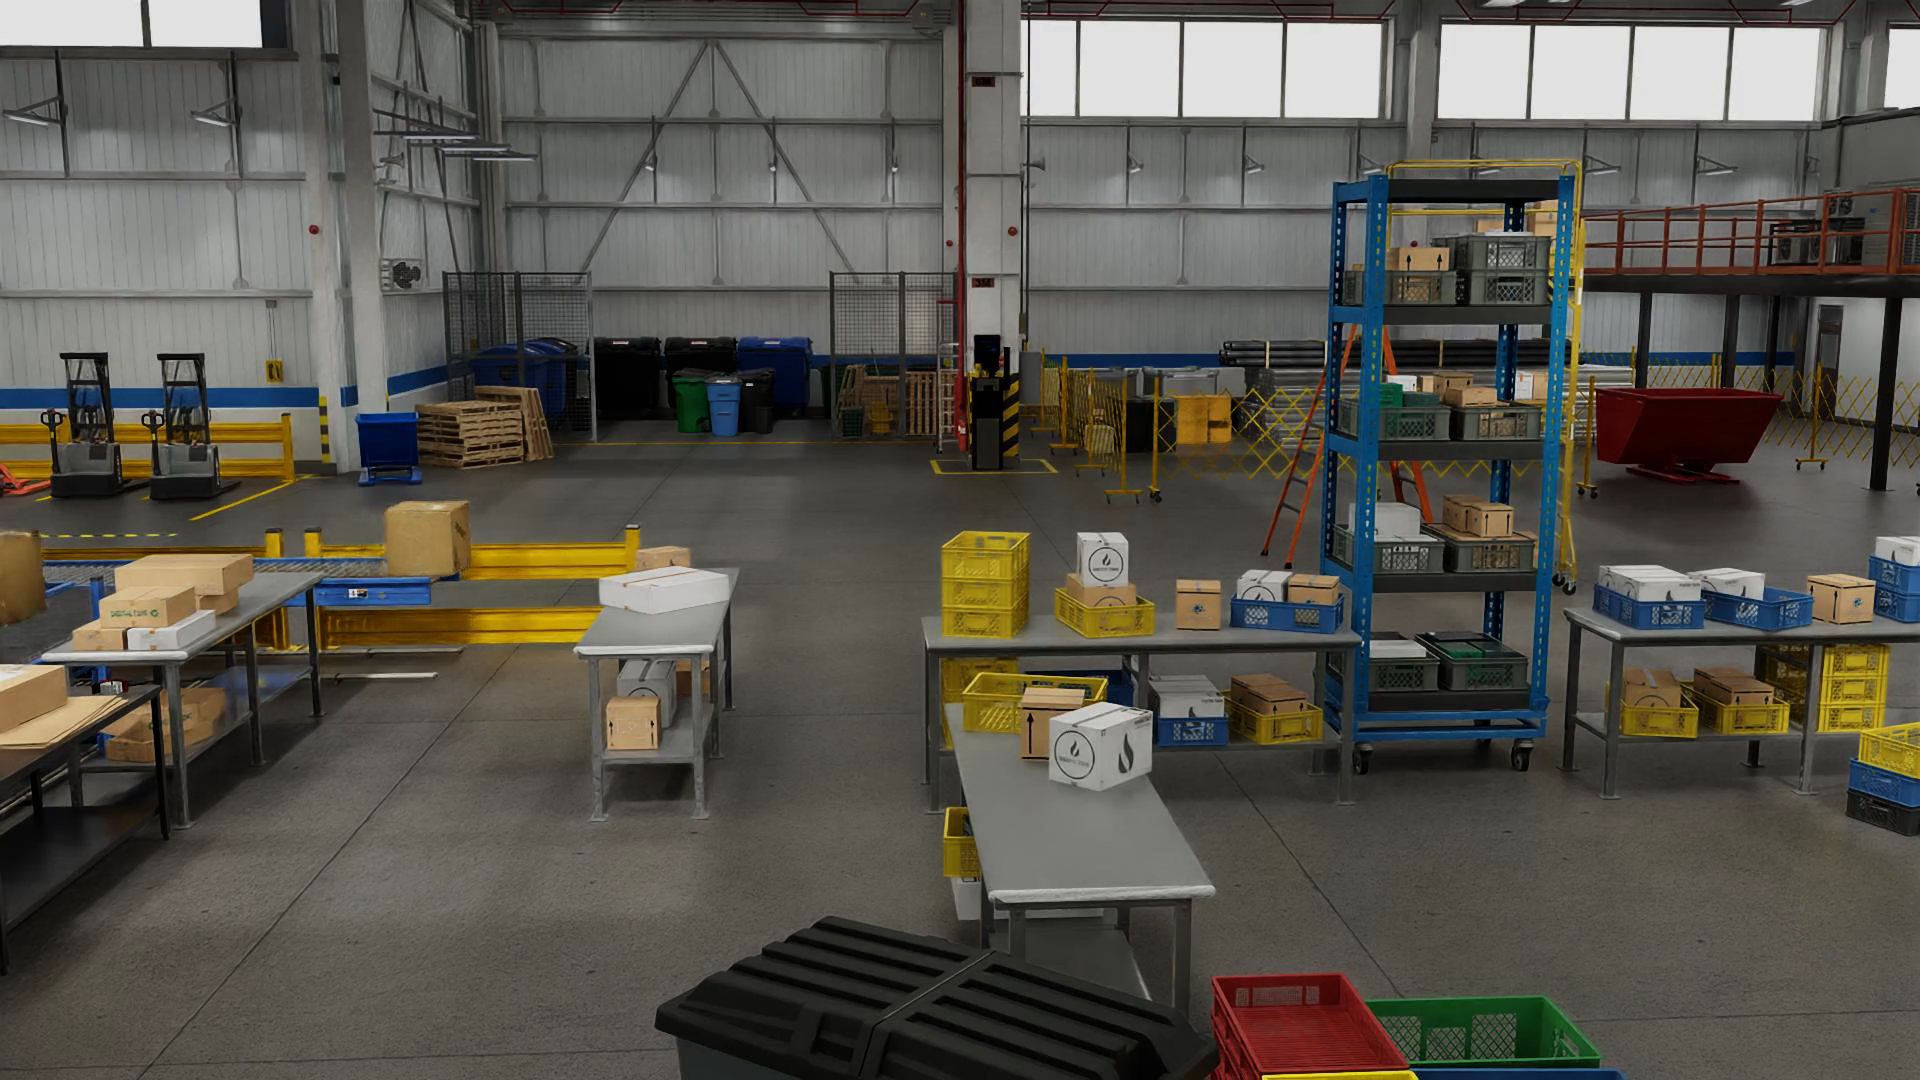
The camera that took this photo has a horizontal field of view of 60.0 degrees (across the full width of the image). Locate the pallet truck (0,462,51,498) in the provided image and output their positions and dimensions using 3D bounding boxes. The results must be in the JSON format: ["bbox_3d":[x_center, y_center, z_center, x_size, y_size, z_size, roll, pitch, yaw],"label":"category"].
[{"bbox_3d":[-13.193,-1.293,23.148,0.653,1.274,1.630,-1,9,-4],"label":"pallet truck"}]

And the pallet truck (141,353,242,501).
[{"bbox_3d":[-10.520,-1.604,22.925,0.823,1.965,1.885,-1,9,-6],"label":"pallet truck"}]

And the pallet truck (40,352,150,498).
[{"bbox_3d":[-11.907,-1.642,23.165,0.823,1.965,1.885,0,9,0],"label":"pallet truck"}]
